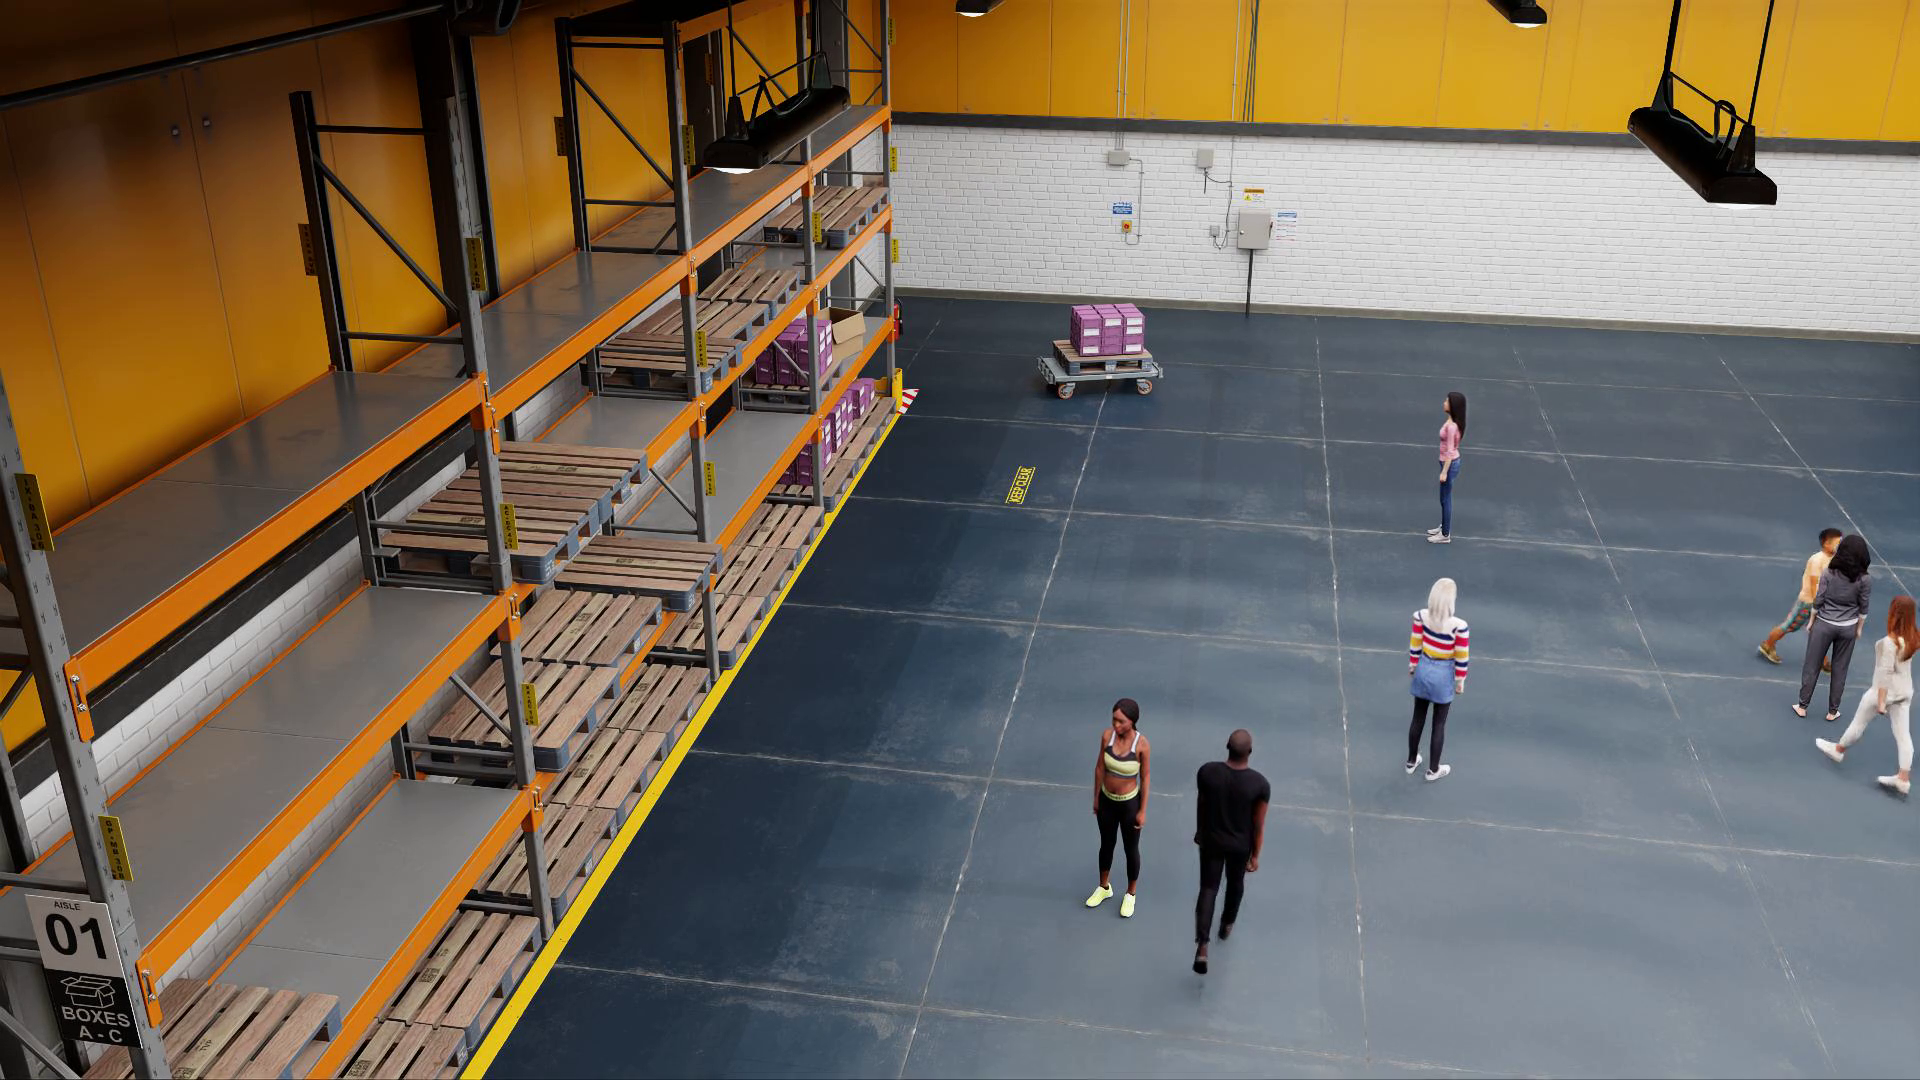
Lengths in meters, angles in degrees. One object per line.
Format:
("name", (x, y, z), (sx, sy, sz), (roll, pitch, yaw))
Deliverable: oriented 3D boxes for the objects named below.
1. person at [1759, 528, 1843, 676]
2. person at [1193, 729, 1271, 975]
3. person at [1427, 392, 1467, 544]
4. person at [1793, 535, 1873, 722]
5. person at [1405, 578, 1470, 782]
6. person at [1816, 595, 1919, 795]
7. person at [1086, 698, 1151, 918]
("person", (7.973, 0.562, 15.707), (0.967, 1.425, 1.028), (-16, 28, -32))
("person", (1.828, 2.173, 11.562), (0.785, 1.792, 1.183), (7, 25, 16))
("person", (5.415, -0.815, 18.460), (0.666, 1.742, 0.467), (8, 25, 17))
("person", (7.777, 0.779, 14.786), (0.640, 1.764, 0.576), (9, 25, 20))
("person", (3.960, 1.147, 13.889), (0.717, 1.808, 0.704), (20, 30, 38))
("person", (7.746, 1.305, 13.708), (0.983, 1.665, 1.160), (-10, 25, -21))
("person", (1.181, 1.928, 12.170), (0.621, 1.755, 0.606), (12, 26, 26))
